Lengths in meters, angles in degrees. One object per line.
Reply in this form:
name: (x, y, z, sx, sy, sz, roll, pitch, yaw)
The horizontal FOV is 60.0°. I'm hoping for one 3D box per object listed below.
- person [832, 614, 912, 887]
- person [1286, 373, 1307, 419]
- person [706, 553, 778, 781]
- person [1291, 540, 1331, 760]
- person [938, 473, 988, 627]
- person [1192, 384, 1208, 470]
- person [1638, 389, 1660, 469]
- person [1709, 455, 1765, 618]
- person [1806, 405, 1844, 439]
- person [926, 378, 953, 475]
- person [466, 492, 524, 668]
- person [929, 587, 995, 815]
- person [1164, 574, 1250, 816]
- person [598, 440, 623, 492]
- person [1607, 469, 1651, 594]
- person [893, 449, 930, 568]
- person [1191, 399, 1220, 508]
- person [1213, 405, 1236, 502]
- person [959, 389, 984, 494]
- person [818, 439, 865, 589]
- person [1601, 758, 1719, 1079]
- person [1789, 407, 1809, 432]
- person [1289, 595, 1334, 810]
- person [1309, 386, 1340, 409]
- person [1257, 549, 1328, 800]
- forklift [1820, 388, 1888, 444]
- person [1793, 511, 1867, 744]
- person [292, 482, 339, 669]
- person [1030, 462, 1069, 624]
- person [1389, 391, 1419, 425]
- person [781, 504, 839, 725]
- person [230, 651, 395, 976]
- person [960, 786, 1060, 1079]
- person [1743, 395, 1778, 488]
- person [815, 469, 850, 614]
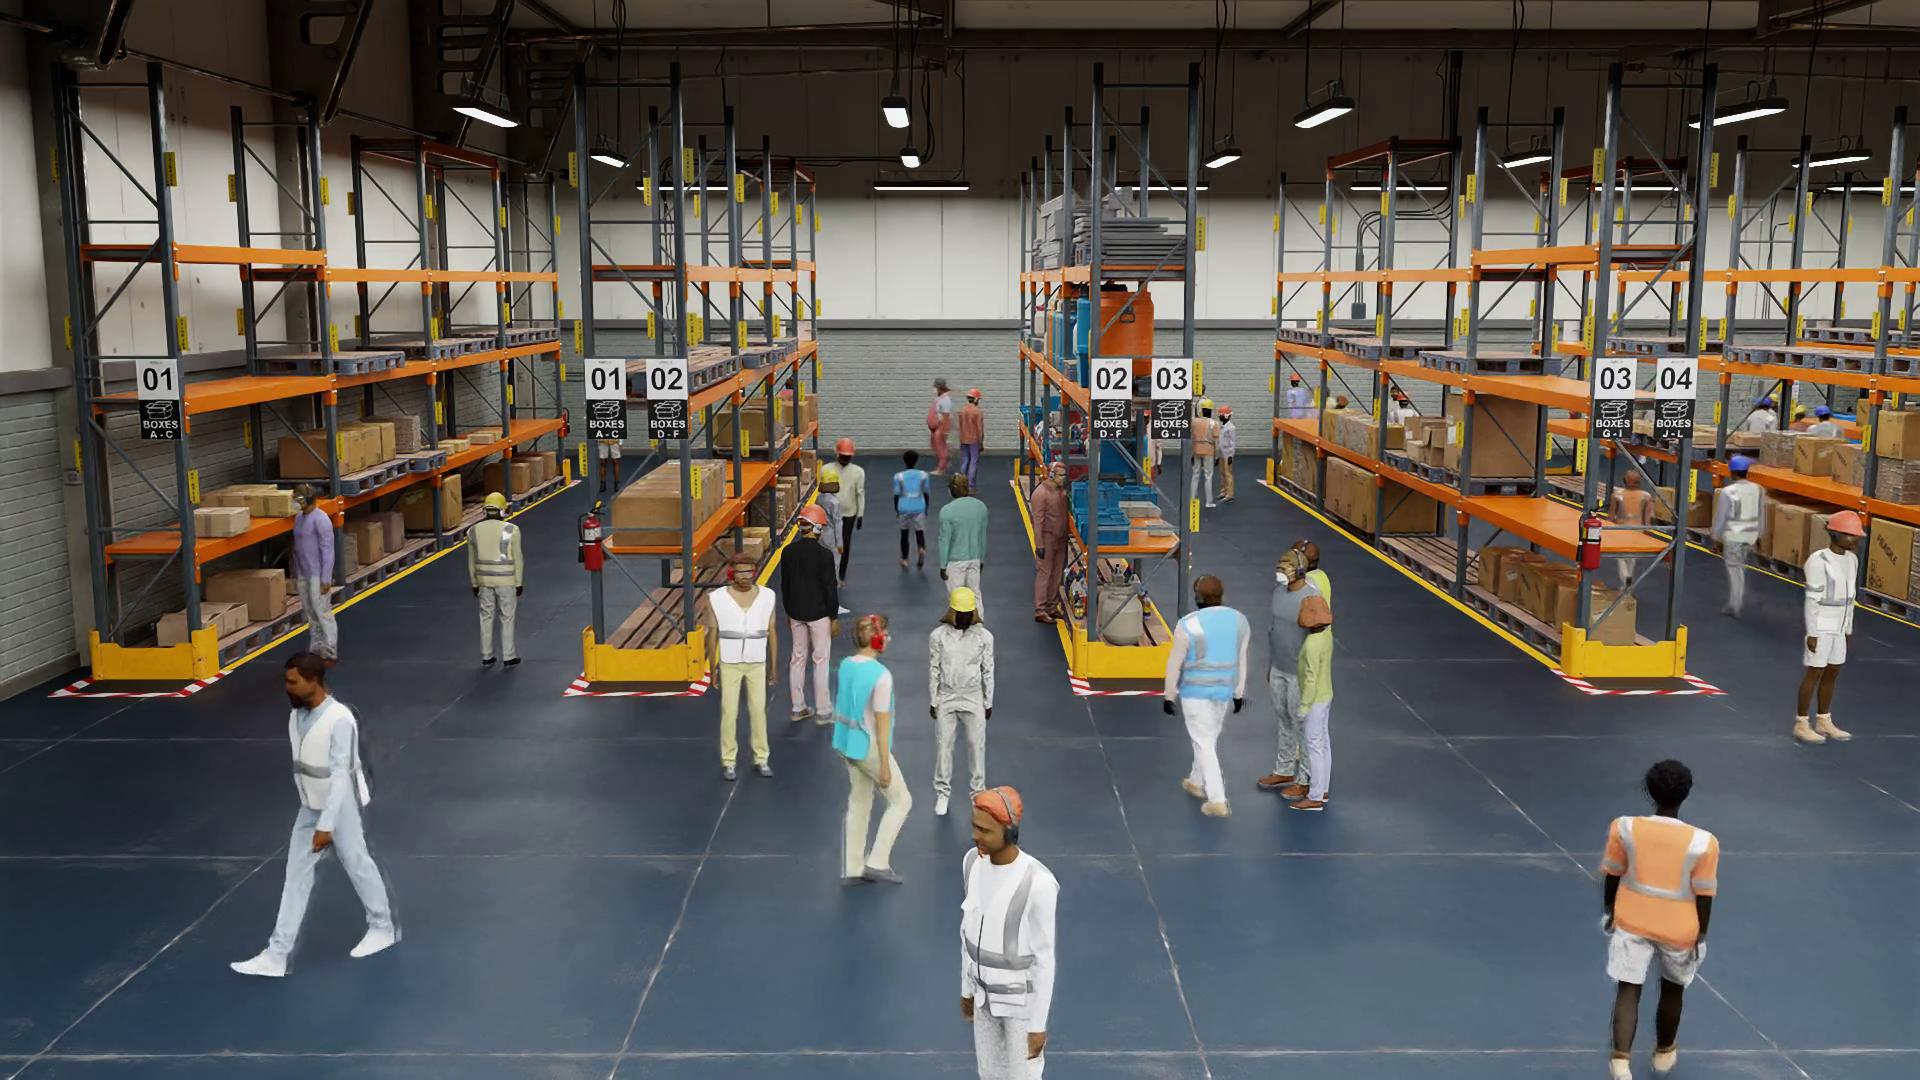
person: (-0.562, 1.386, 10.907, 0.527, 1.825, 0.591, -6, 11, -34)
person: (7.527, -2.792, 37.434, 0.543, 1.938, 0.357, -6, 11, -36)
person: (-1.746, 1.002, 13.347, 0.564, 1.841, 0.388, -3, 9, -19)
person: (2.869, 0.916, 13.897, 0.430, 1.844, 0.624, 4, 10, 24)
person: (0.028, 0.237, 17.985, 0.629, 1.932, 0.366, -7, 11, -37)
person: (5.113, -2.396, 35.220, 0.337, 1.839, 0.509, 3, 9, 18)
person: (14.663, -2.371, 35.195, 1.052, 1.810, 0.545, -5, 10, -32)
person: (9.208, -0.049, 19.795, 0.643, 1.929, 0.536, -3, 9, -17)
person: (14.680, -1.347, 28.288, 0.604, 1.903, 0.849, 5, 10, 31)
person: (-0.422, -2.336, 34.169, 0.536, 2.000, 0.707, -2, 9, -11)
person: (-4.789, 0.417, 17.208, 0.594, 1.818, 0.419, 2, 9, 10)
person: (0.013, 1.202, 12.404, 0.486, 1.738, 0.320, 0, 9, 3)
person: (1.853, 1.146, 12.555, 0.635, 1.805, 0.870, -4, 10, -23)
person: (-6.653, -1.872, 31.503, 0.547, 1.942, 0.350, -1, 9, -6)
person: (8.476, -0.092, 21.068, 0.523, 1.607, 0.666, 1, 9, 9)
person: (-0.661, -0.416, 22.995, 0.529, 1.678, 0.589, -1, 9, -8)
person: (4.327, -1.524, 29.362, 0.583, 1.918, 0.404, 6, 11, 34)
person: (4.791, -1.565, 30.134, 0.343, 1.749, 0.571, -2, 9, -12)
person: (0.236, -1.857, 31.320, 0.434, 1.976, 0.606, -8, 12, -41)
person: (-1.538, -0.335, 21.527, 0.635, 1.965, 0.489, -1, 9, -10)
person: (3.387, 1.900, 8.124, 0.538, 1.668, 0.790, 5, 10, 31)
person: (15.199, -1.538, 30.105, 0.534, 1.722, 0.629, -2, 9, -14)
person: (2.670, 1.224, 12.572, 0.278, 1.634, 0.498, 4, 10, 27)
person: (7.592, -2.308, 34.699, 0.662, 1.823, 0.465, 1, 9, 6)
person: (2.578, 1.027, 12.865, 0.355, 1.937, 0.637, -4, 10, -22)
forklift: (20.072, -3.110, 36.462, 1.873, 2.768, 1.129, 0, 9, 0)
person: (7.522, 0.752, 14.350, 0.618, 2.033, 0.420, -5, 10, -28)
person: (-6.645, 0.368, 17.106, 0.635, 1.937, 0.352, 8, 12, 43)
person: (1.089, 0.025, 19.472, 0.401, 1.896, 0.650, 6, 11, 34)
person: (8.314, -1.824, 31.250, 0.543, 1.929, 0.387, 1, 9, 4)
person: (-1.332, 0.669, 15.007, 0.608, 1.989, 0.387, 6, 10, 33)
person: (-3.716, 1.573, 9.592, 0.599, 1.866, 0.986, 6, 11, 35)
person: (0.191, 1.957, 7.084, 0.357, 1.880, 0.574, -7, 11, -37)
person: (14.731, -1.736, 30.728, 0.856, 1.914, 0.638, -7, 12, -40)
person: (-1.552, 0.017, 19.991, 0.294, 1.744, 0.487, -7, 11, -37)
